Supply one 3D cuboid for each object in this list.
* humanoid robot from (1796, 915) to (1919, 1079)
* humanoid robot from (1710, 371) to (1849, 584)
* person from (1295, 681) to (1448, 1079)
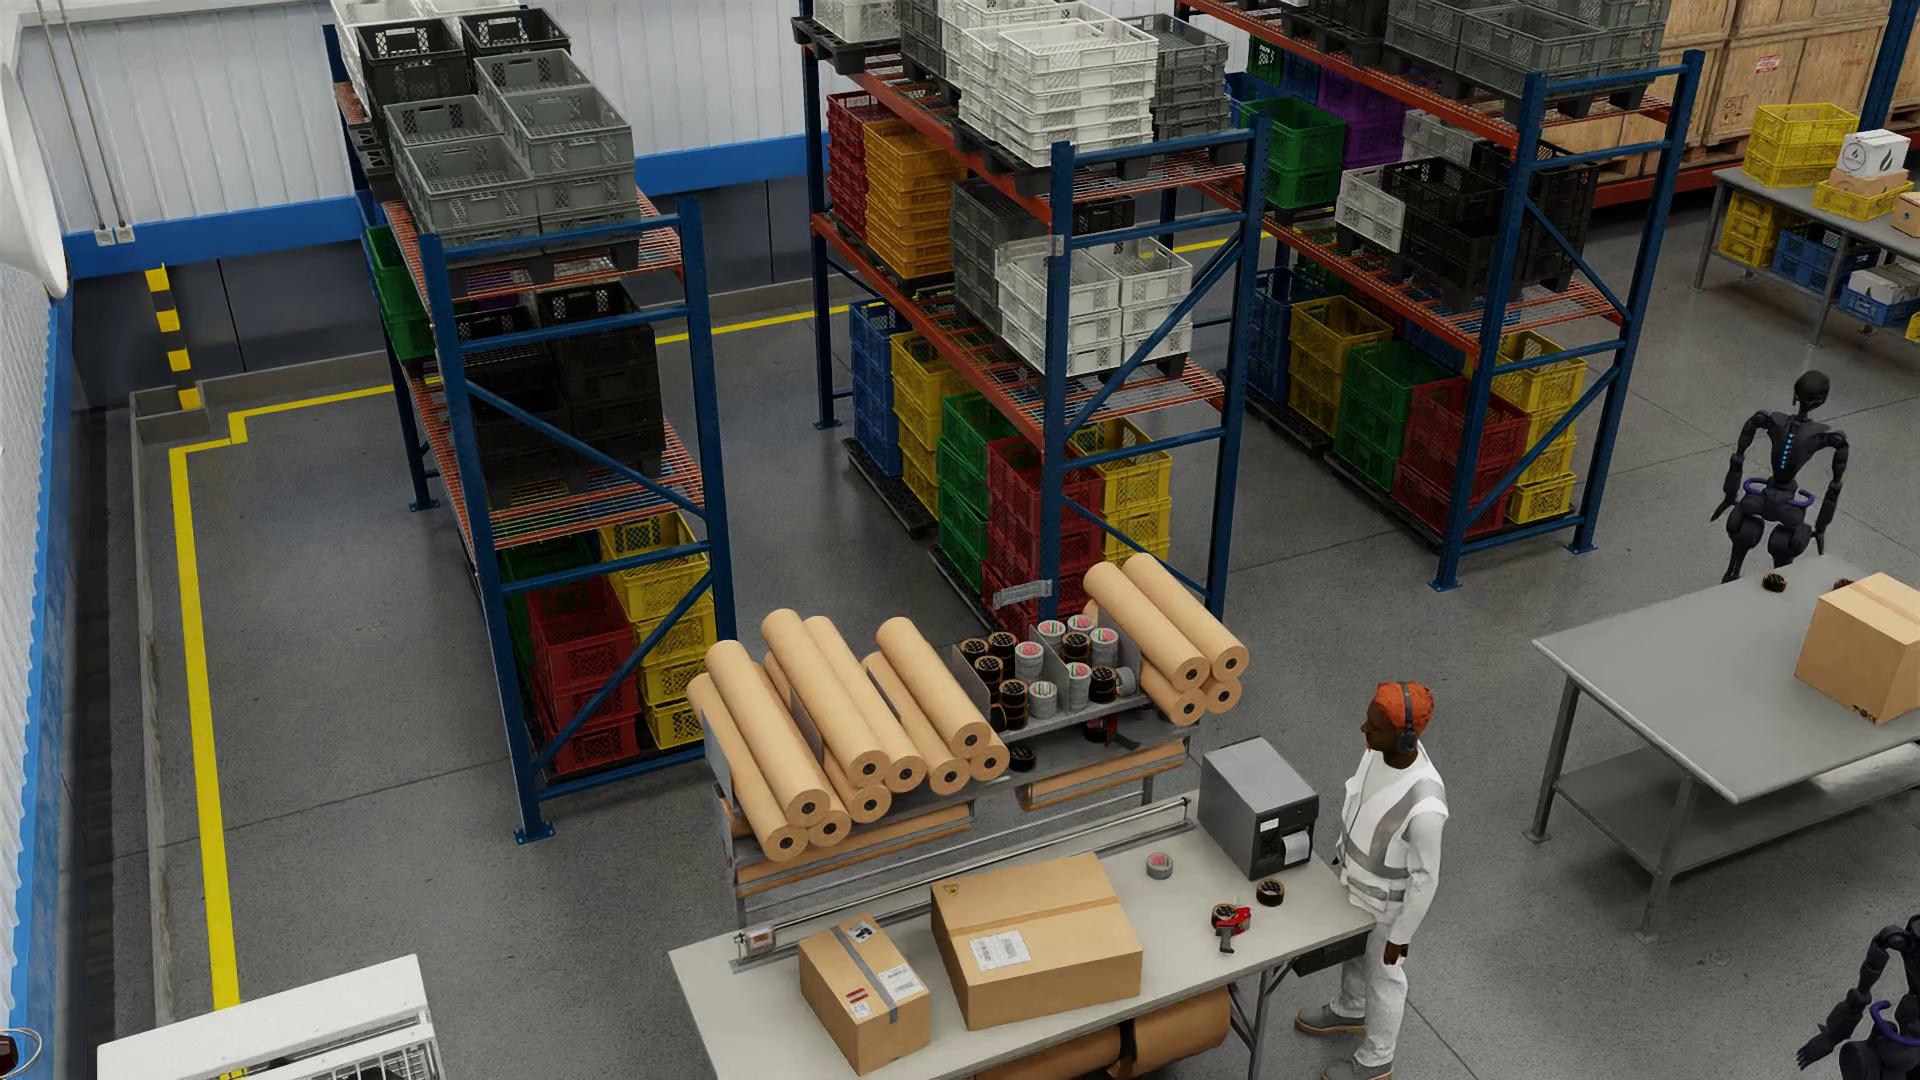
[{"bbox_3d":[3.275,1.749,5.772,0.602,1.658,0.324,0,32,-1],"label":"humanoid robot"},{"bbox_3d":[4.308,-0.130,8.829,0.609,1.655,0.326,23,38,32],"label":"humanoid robot"},{"bbox_3d":[1.583,1.310,6.302,0.337,1.882,0.582,-4,32,-7],"label":"person"}]
